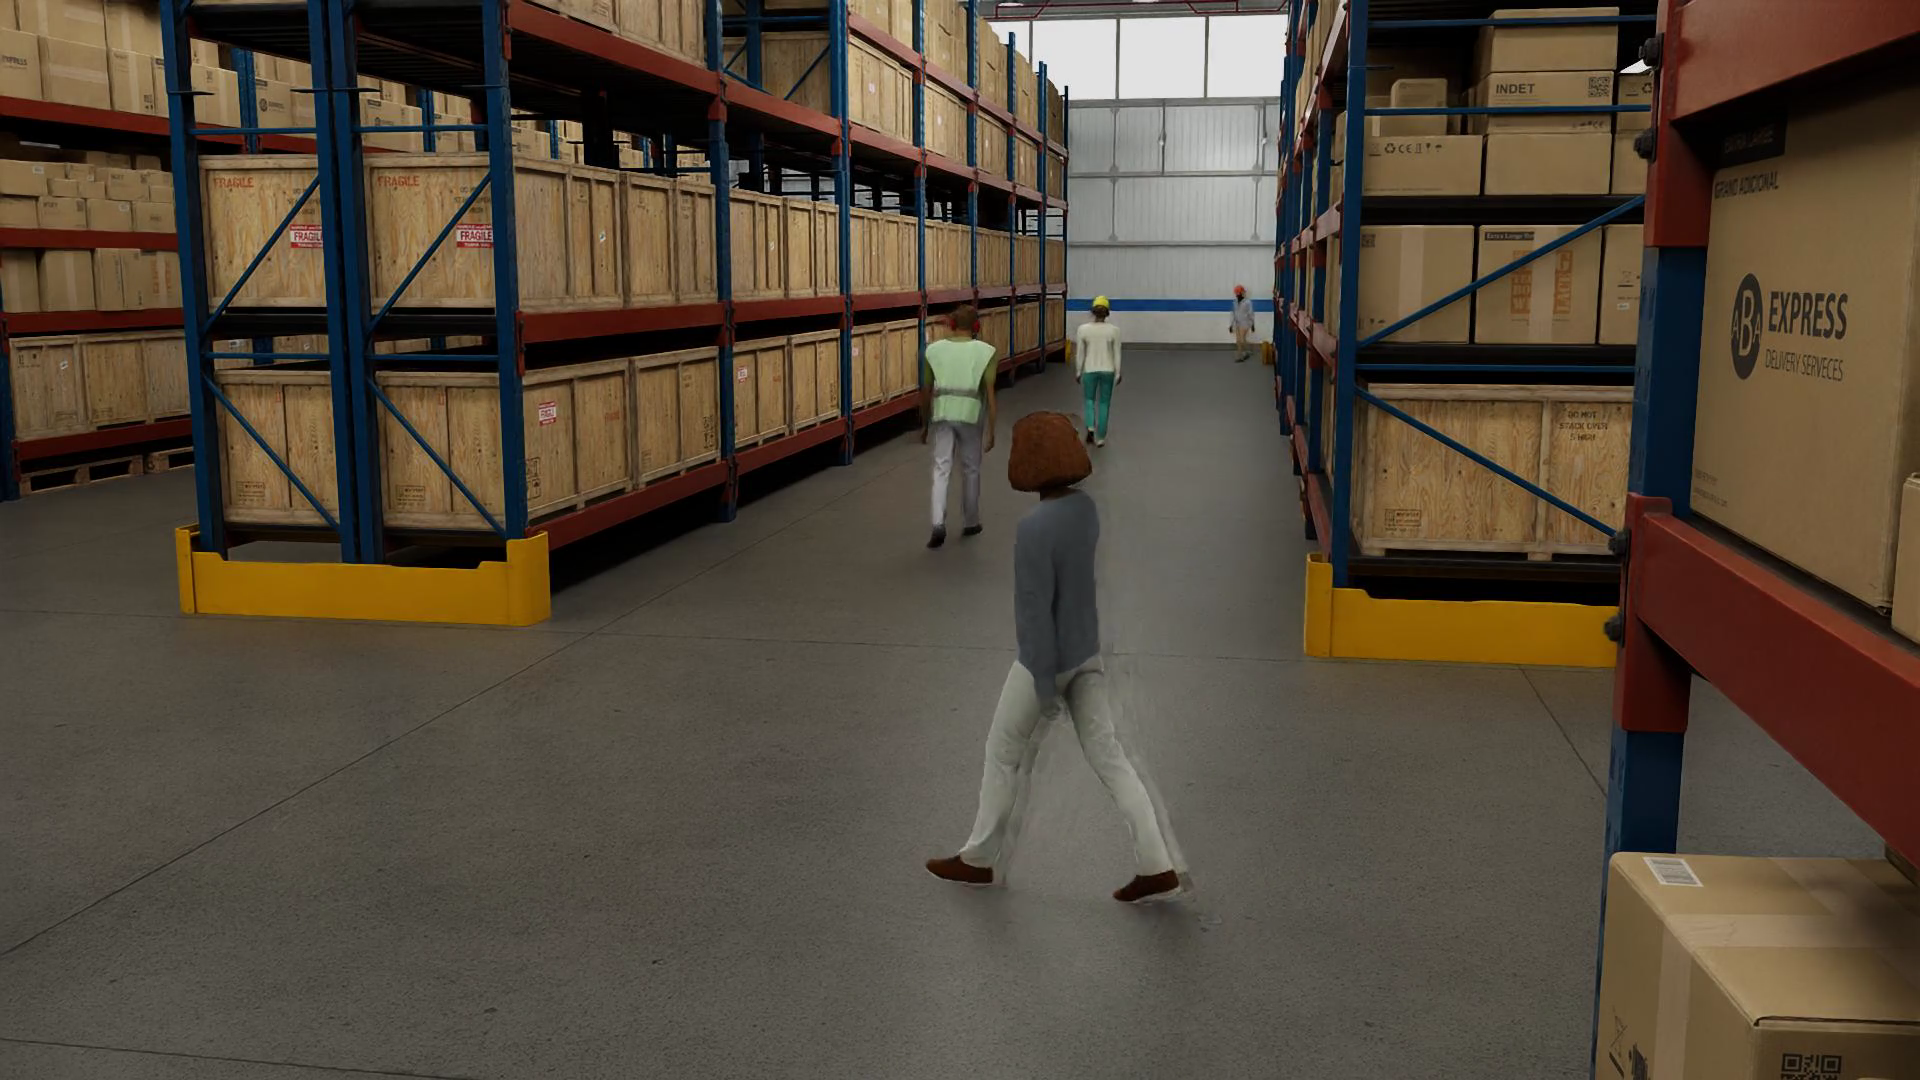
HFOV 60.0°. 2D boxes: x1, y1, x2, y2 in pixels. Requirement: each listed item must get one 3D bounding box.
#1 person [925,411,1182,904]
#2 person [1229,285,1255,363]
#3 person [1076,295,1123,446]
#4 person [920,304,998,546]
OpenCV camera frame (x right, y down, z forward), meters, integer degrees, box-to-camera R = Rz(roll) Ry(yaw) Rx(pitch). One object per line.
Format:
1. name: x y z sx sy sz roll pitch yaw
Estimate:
1. person: 0.324 0.383 5.318 0.868 1.591 0.497 6 11 34
2. person: 6.264 -4.803 37.044 0.460 1.726 0.627 -8 12 -39
3. person: 1.623 -1.955 19.294 0.538 1.749 0.360 2 9 11
4. person: -0.027 -0.867 12.435 0.611 1.794 0.976 2 9 11
